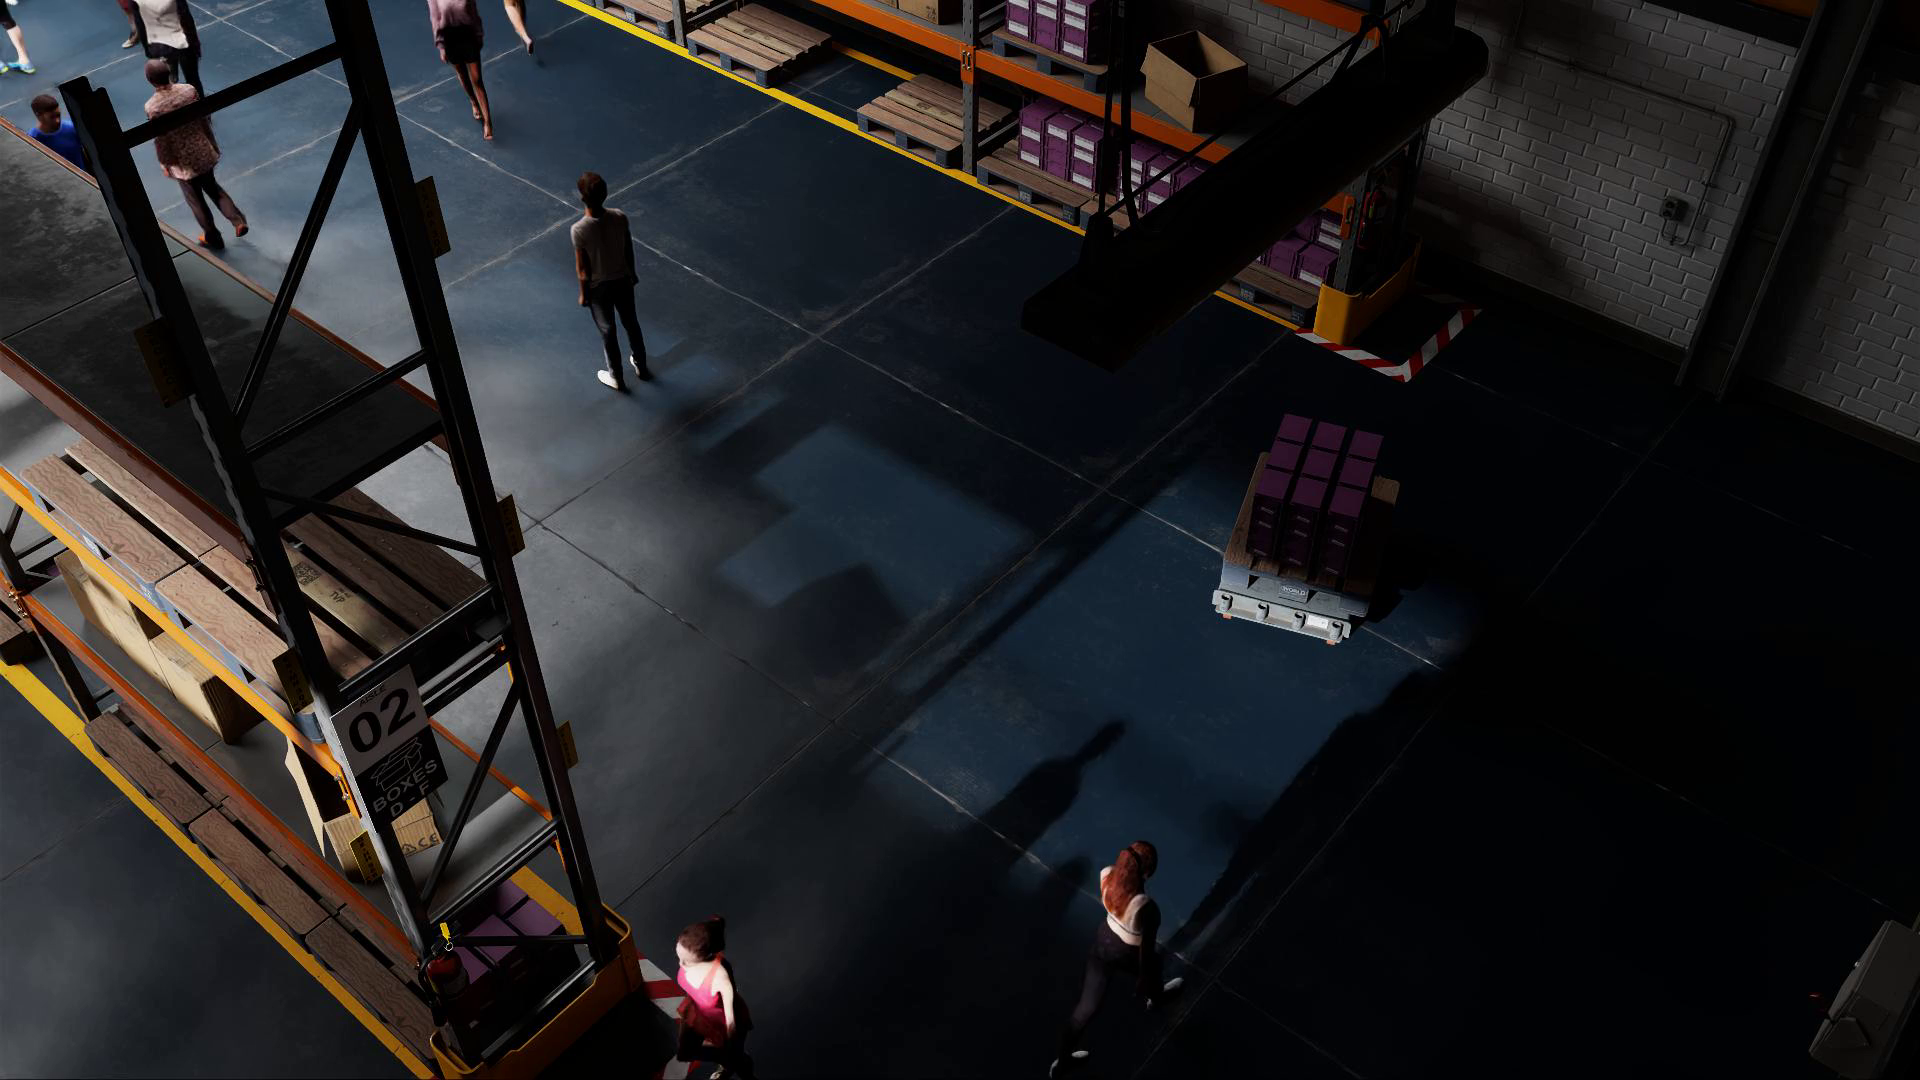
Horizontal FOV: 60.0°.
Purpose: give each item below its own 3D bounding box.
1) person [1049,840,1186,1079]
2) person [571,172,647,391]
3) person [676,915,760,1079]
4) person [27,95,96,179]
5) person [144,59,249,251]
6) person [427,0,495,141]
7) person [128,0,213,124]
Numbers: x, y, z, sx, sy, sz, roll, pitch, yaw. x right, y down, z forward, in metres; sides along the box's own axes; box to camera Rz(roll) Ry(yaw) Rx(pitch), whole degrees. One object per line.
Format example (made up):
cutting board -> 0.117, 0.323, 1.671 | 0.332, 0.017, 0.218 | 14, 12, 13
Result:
person -> 0.764, 2.215, 8.683 | 0.783, 1.690, 1.183 | -29, 51, -27
person -> -2.739, -2.014, 12.971 | 0.702, 1.899, 0.618 | -29, 51, -27
person -> -1.170, 2.376, 8.483 | 0.537, 1.733, 0.640 | 33, 52, 30
person -> -7.486, -2.940, 14.006 | 0.865, 1.812, 1.274 | -25, 49, -24
person -> -6.604, -3.279, 14.375 | 0.827, 1.793, 0.752 | 23, 48, 22
person -> -4.822, -4.786, 15.973 | 0.979, 1.772, 1.129 | -11, 45, -11
person -> -7.455, -4.624, 15.735 | 0.962, 1.866, 1.168 | -16, 46, -16
